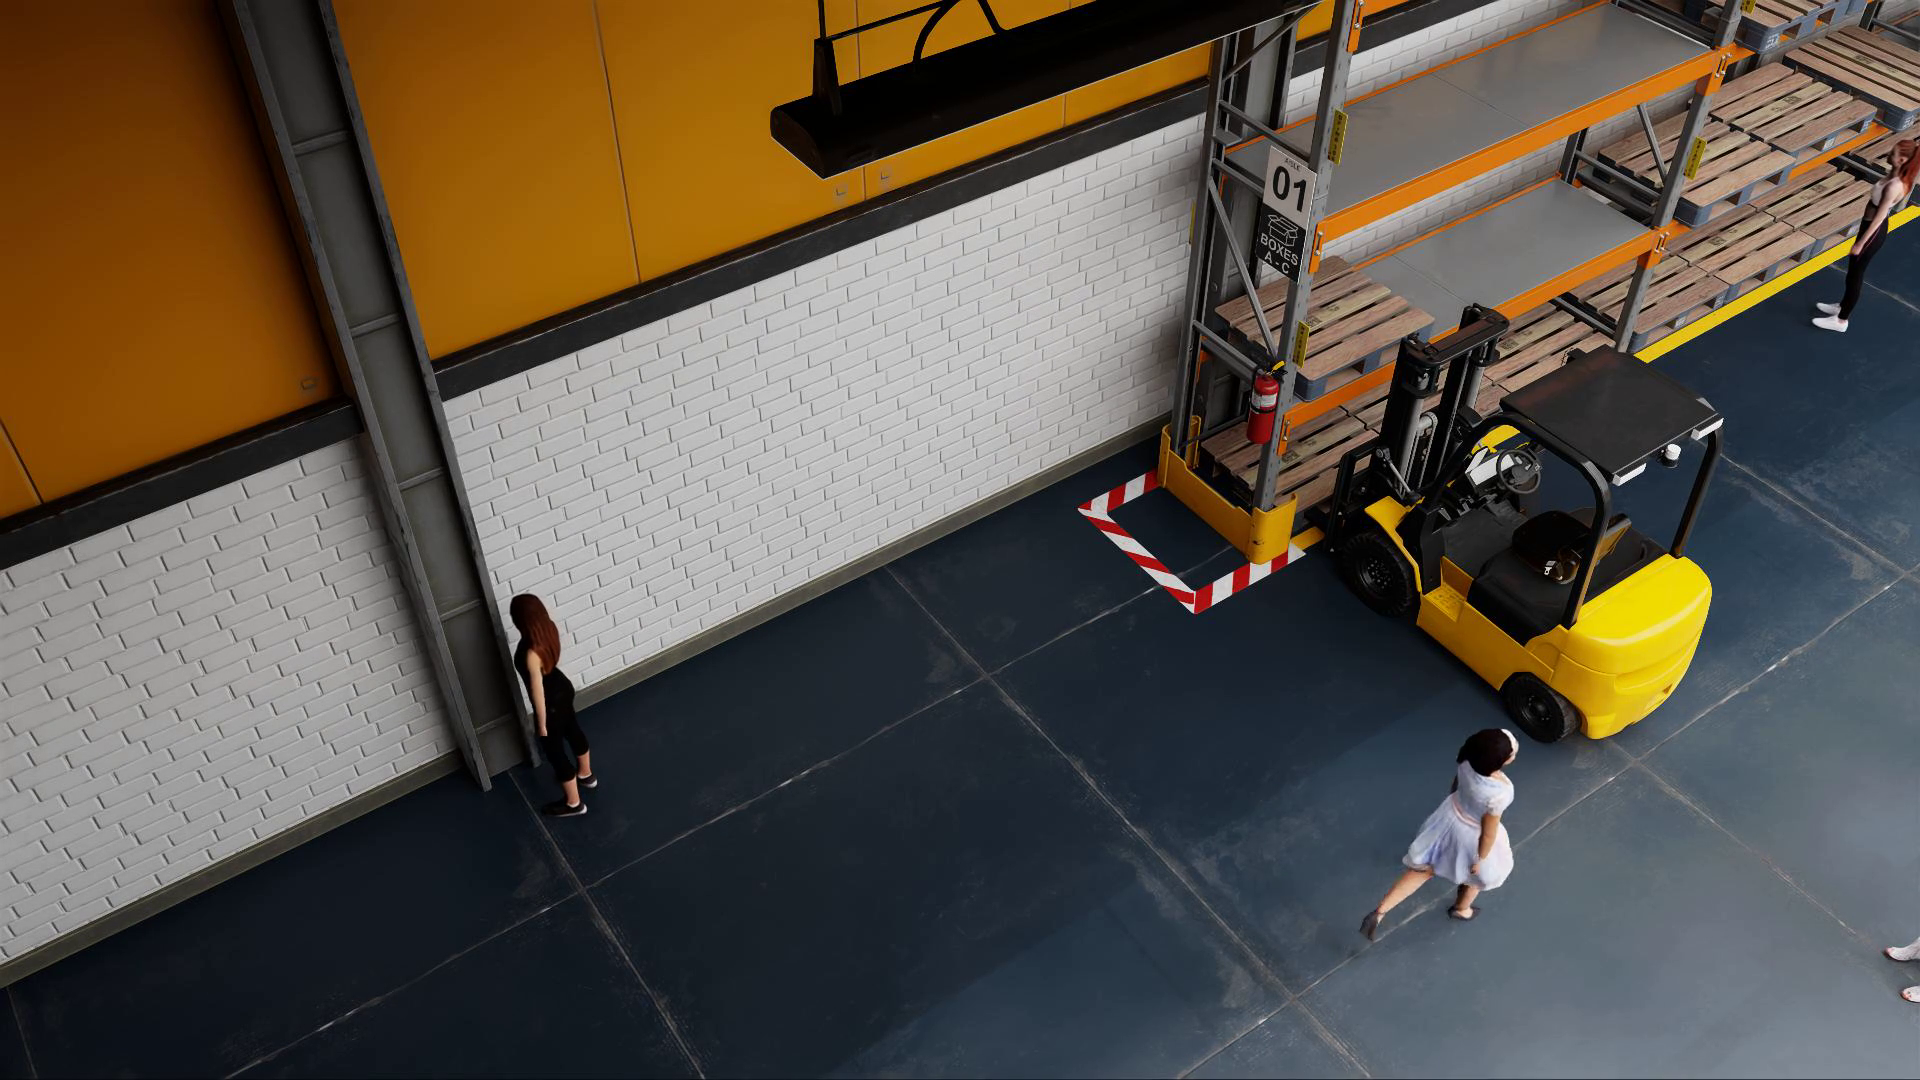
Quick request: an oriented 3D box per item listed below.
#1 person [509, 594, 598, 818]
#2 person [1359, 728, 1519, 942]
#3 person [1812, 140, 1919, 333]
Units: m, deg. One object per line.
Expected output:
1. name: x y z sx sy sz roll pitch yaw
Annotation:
1. person: -2.425 0.964 9.958 0.713 1.725 0.680 2 44 2
2. person: 2.694 1.669 9.172 1.177 1.789 0.826 -15 46 -15
3. person: 7.433 -2.486 13.569 0.720 1.740 0.592 23 48 22
